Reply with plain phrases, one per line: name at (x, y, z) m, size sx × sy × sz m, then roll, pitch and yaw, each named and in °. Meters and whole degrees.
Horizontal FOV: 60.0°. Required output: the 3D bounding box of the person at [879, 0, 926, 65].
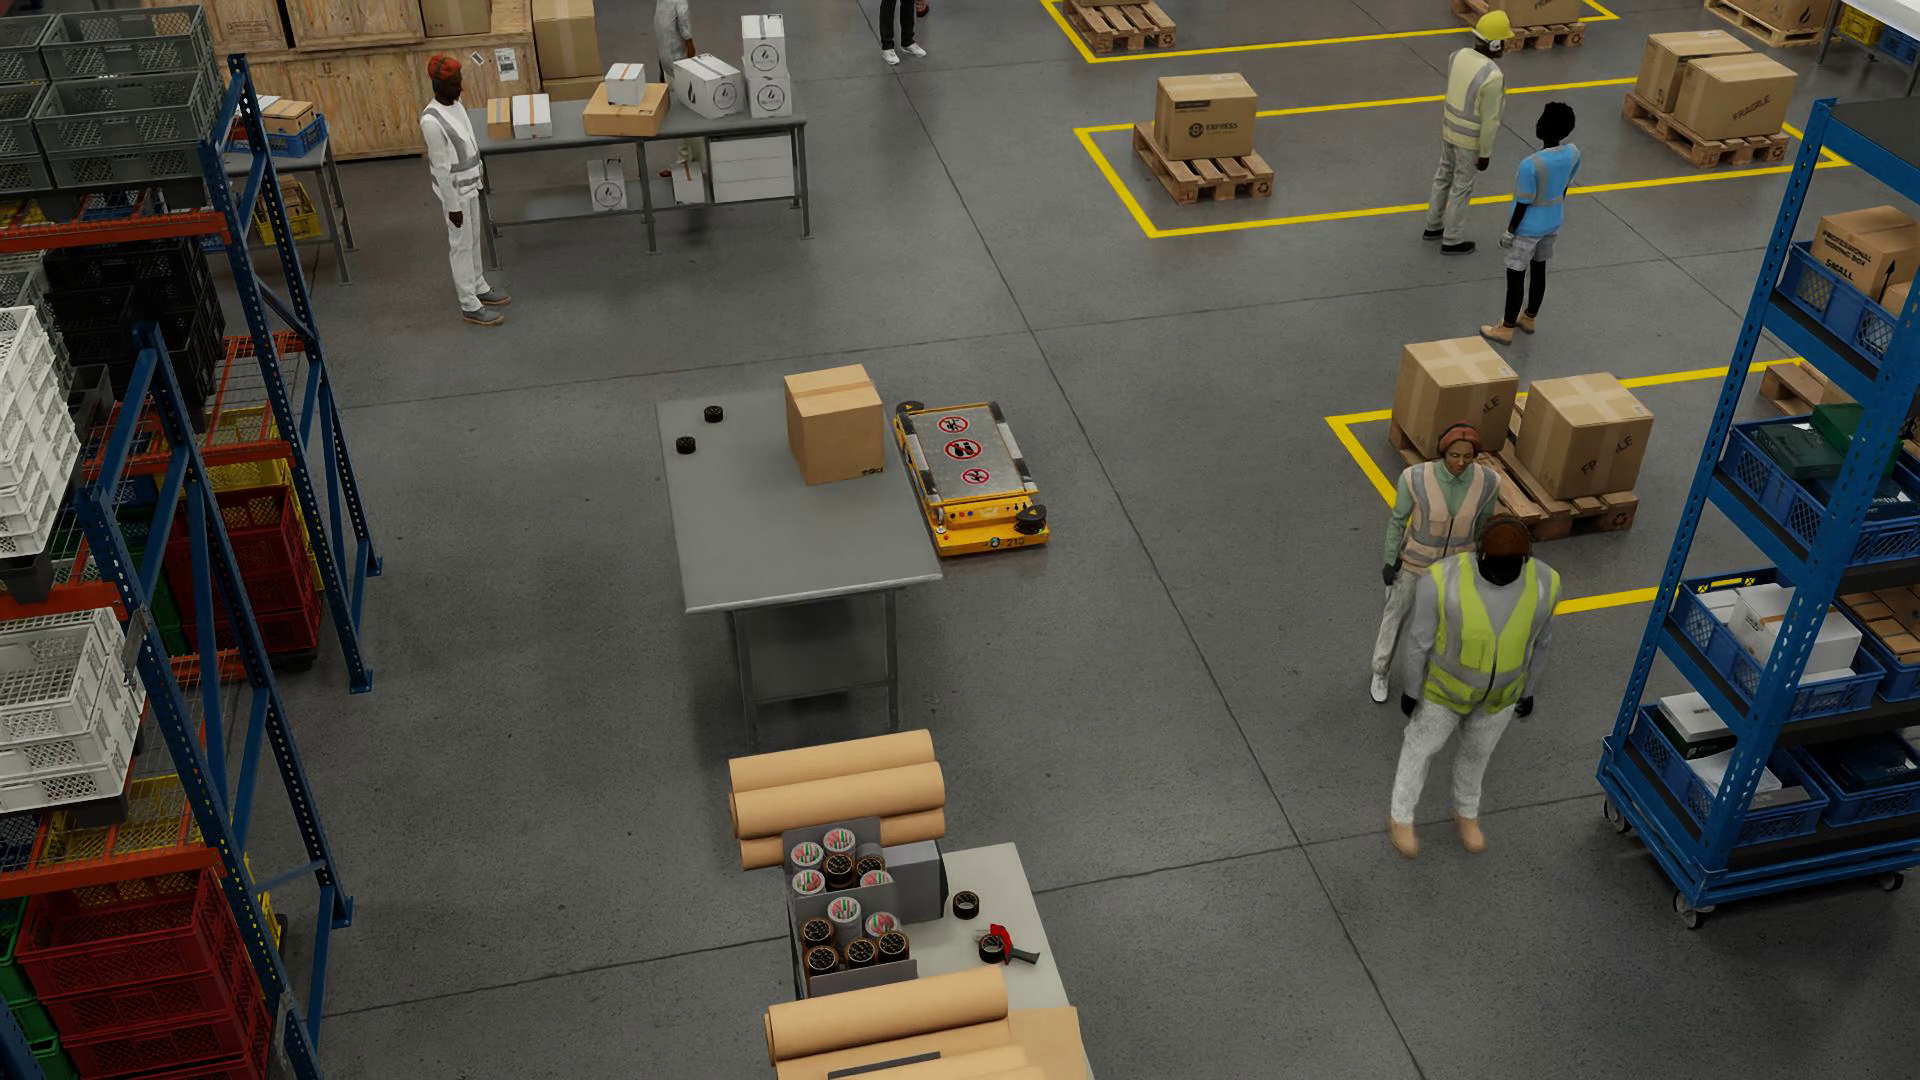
person at (-0.557, -5.434, 15.464) m, size 0.597 × 1.916 × 0.370 m, roll -26°, pitch 44°, yaw -31°

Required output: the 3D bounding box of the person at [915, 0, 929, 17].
person at (-0.558, -6.175, 16.481) m, size 0.650 × 1.900 × 0.398 m, roll 5°, pitch 37°, yaw 7°

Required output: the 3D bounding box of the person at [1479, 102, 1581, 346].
person at (3.859, -2.129, 11.203) m, size 0.541 × 1.698 × 0.315 m, roll -23°, pitch 42°, yaw -28°

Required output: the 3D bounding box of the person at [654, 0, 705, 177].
person at (-2.262, -3.698, 13.173) m, size 0.313 × 1.867 × 0.538 m, roll -20°, pitch 41°, yaw -25°

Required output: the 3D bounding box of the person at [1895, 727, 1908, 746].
person at (4.639, 0.340, 7.656) m, size 0.415 × 1.982 × 0.623 m, roll -27°, pitch 45°, yaw -32°

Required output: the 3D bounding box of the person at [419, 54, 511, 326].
person at (-3.419, -2.399, 11.413) m, size 0.355 × 1.884 × 0.573 m, roll 0°, pitch 37°, yaw 1°

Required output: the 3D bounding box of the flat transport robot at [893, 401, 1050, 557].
flat transport robot at (0.046, -0.430, 10.108) m, size 0.652 × 0.197 × 1.431 m, roll -8°, pitch 37°, yaw -10°

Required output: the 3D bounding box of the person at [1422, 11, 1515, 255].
person at (3.758, -2.990, 12.260) m, size 0.404 × 1.827 × 0.597 m, roll -10°, pitch 38°, yaw -13°

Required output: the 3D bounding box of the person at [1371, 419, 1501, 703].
person at (2.341, 0.112, 8.241) m, size 0.514 × 1.639 × 0.307 m, roll -1°, pitch 37°, yaw -1°

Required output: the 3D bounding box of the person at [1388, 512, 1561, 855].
person at (2.251, 0.647, 7.356) m, size 0.631 × 1.840 × 0.429 m, roll 0°, pitch 37°, yaw 0°
